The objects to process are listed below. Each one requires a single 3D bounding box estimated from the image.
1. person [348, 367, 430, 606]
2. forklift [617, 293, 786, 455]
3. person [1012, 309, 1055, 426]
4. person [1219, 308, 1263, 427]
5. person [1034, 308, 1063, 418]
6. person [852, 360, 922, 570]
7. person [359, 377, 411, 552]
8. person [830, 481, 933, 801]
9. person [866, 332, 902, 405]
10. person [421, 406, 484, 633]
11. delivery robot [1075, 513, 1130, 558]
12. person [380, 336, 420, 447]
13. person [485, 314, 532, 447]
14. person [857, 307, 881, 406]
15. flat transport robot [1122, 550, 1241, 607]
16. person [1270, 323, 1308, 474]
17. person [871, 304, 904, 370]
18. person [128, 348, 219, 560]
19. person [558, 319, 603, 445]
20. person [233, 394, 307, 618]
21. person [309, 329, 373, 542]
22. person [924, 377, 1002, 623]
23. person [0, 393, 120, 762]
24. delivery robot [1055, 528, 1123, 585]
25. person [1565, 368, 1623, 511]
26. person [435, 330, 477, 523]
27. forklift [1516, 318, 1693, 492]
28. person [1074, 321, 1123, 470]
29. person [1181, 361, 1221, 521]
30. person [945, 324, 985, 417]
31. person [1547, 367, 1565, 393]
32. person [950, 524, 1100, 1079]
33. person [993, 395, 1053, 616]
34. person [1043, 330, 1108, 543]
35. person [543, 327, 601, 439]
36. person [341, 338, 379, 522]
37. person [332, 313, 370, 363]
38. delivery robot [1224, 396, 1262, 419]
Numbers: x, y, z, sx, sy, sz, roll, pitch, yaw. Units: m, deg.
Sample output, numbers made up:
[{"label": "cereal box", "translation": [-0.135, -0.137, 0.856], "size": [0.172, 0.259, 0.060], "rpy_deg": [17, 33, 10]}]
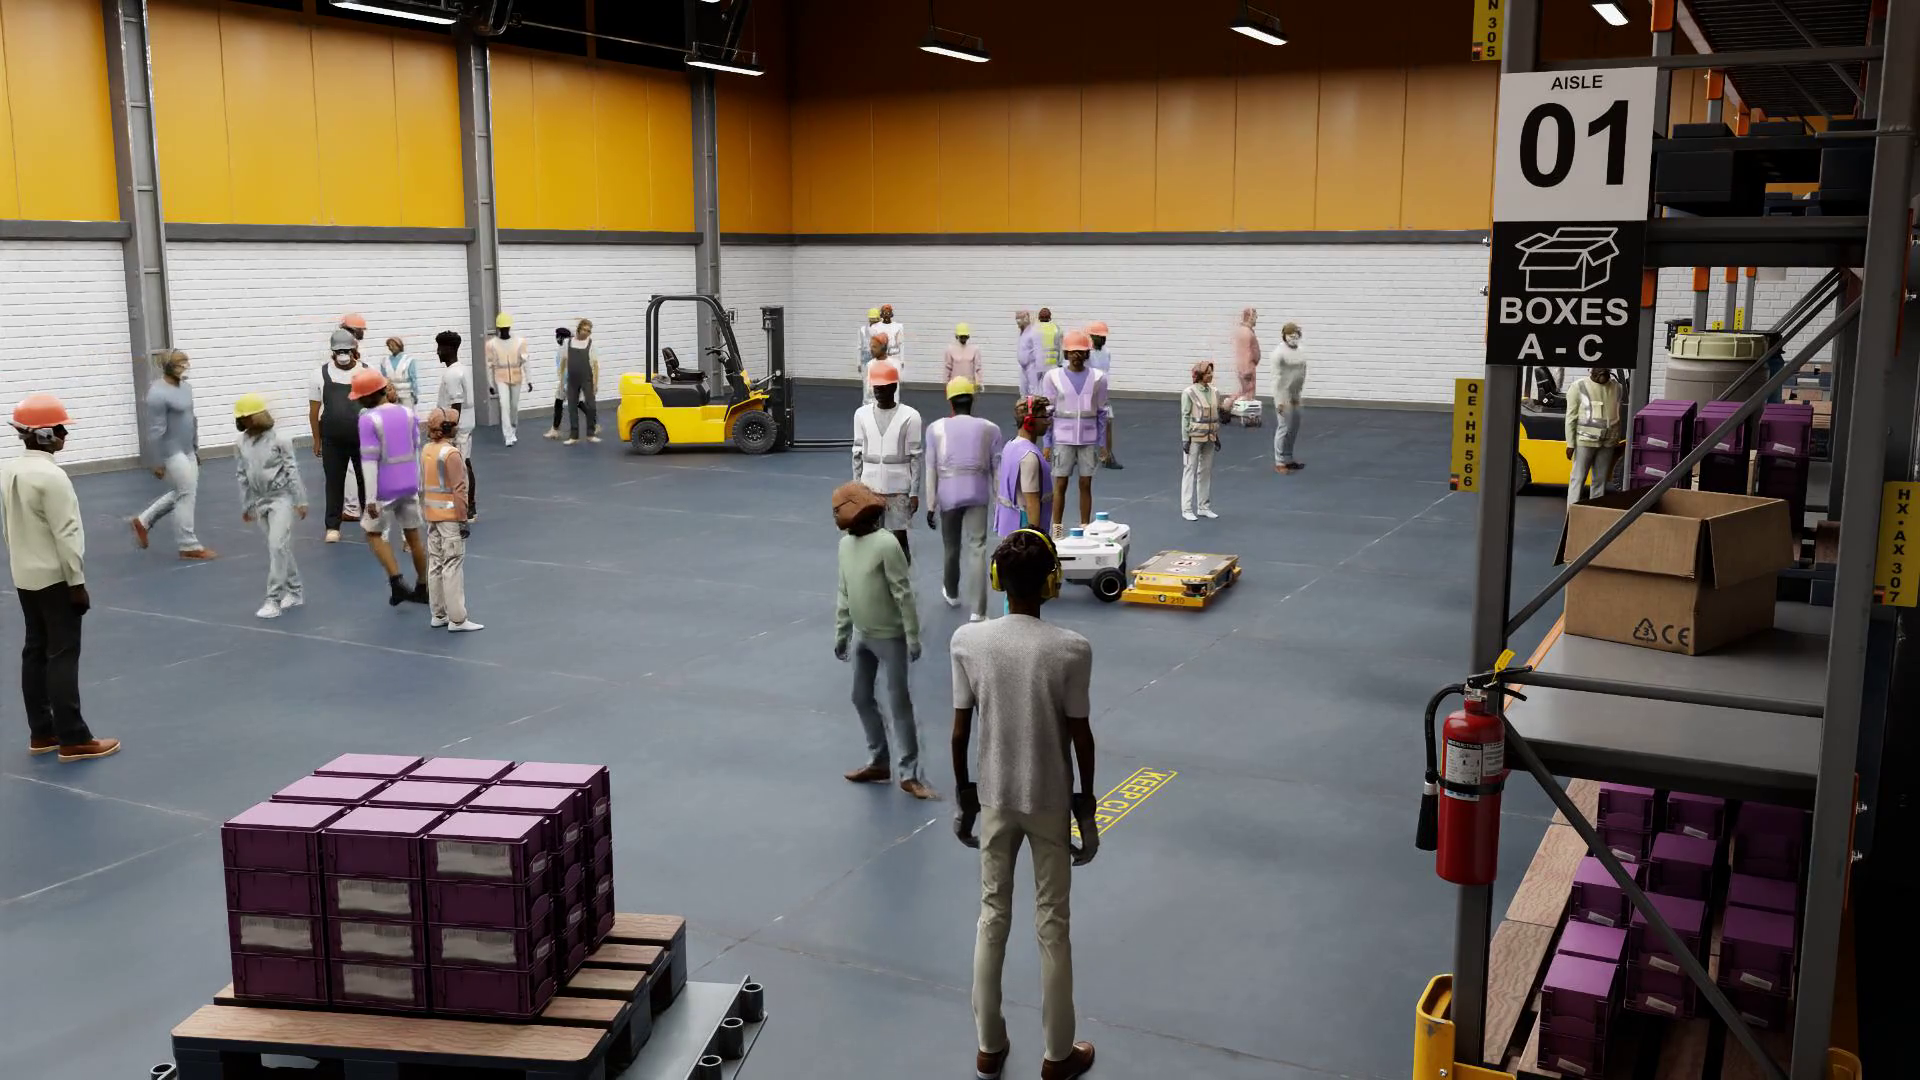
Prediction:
[{"label": "person", "translation": [-4.358, -0.390, 12.796], "size": [0.444, 1.892, 0.592], "rpy_deg": [6, 12, 32]}, {"label": "forklift", "translation": [-3.588, -2.317, 23.042], "size": [2.313, 2.155, 1.214], "rpy_deg": [-1, 10, -5]}, {"label": "person", "translation": [1.208, -2.740, 26.463], "size": [0.704, 1.872, 0.660], "rpy_deg": [-4, 10, -21]}, {"label": "person", "translation": [4.474, -2.714, 26.247], "size": [0.581, 1.890, 0.644], "rpy_deg": [0, 10, 0]}, {"label": "person", "translation": [1.401, -2.928, 27.599], "size": [0.634, 1.842, 0.429], "rpy_deg": [-1, 10, -6]}, {"label": "person", "translation": [-0.566, -0.402, 12.701], "size": [0.547, 1.938, 0.359], "rpy_deg": [2, 10, 12]}, {"label": "person", "translation": [-5.247, -0.689, 15.270], "size": [0.501, 1.626, 0.282], "rpy_deg": [-1, 10, -4]}, {"label": "person", "translation": [-0.406, 0.512, 8.398], "size": [0.335, 1.598, 0.644], "rpy_deg": [-9, 13, -41]}, {"label": "person", "translation": [-0.897, -1.374, 18.524], "size": [0.588, 1.870, 0.518], "rpy_deg": [9, 14, 44]}, {"label": "person", "translation": [-3.725, -0.147, 12.083], "size": [0.309, 1.641, 0.515], "rpy_deg": [-10, 14, -44]}, {"label": "delivery robot", "translation": [1.200, 0.012, 14.033], "size": [0.477, 0.478, 0.707], "rpy_deg": [3, 10, 19]}, {"label": "person", "translation": [-7.653, -1.985, 22.766], "size": [0.524, 1.619, 0.588], "rpy_deg": [1, 10, 3]}, {"label": "person", "translation": [-6.507, -2.318, 23.956], "size": [0.608, 1.889, 0.950], "rpy_deg": [-4, 11, -22]}, {"label": "person", "translation": [-1.471, -3.054, 28.372], "size": [0.591, 1.832, 0.404], "rpy_deg": [0, 10, 2]}, {"label": "flat transport robot", "translation": [1.816, 0.295, 13.483], "size": [0.652, 0.197, 1.431], "rpy_deg": [4, 10, 21]}, {"label": "person", "translation": [4.098, -1.764, 20.724], "size": [0.765, 1.894, 0.478], "rpy_deg": [-9, 13, -43]}, {"label": "person", "translation": [-1.233, -3.059, 28.280], "size": [0.580, 1.878, 0.346], "rpy_deg": [-1, 10, -6]}, {"label": "person", "translation": [-7.094, -0.754, 14.830], "size": [0.769, 1.913, 0.661], "rpy_deg": [0, 10, -2]}, {"label": "person", "translation": [-5.428, -2.249, 23.799], "size": [0.617, 1.811, 0.352], "rpy_deg": [0, 10, 0]}, {"label": "person", "translation": [-5.264, -0.264, 12.611], "size": [0.502, 1.691, 0.773], "rpy_deg": [3, 10, 17]}, {"label": "person", "translation": [-5.808, -0.992, 15.819], "size": [0.688, 2.000, 0.536], "rpy_deg": [-4, 11, -21]}, {"label": "person", "translation": [0.037, -0.308, 12.547], "size": [0.603, 1.816, 1.161], "rpy_deg": [0, 10, -2]}, {"label": "person", "translation": [-4.923, 0.203, 9.026], "size": [0.608, 1.996, 0.380], "rpy_deg": [7, 12, 34]}, {"label": "delivery robot", "translation": [0.929, 0.147, 13.248], "size": [0.707, 0.478, 0.477], "rpy_deg": [-1, 10, -3]}, {"label": "person", "translation": [6.207, -0.964, 16.259], "size": [0.600, 1.829, 0.404], "rpy_deg": [-2, 10, -11]}, {"label": "person", "translation": [-5.140, -1.153, 16.964], "size": [0.362, 1.963, 0.614], "rpy_deg": [-1, 10, -6]}, {"label": "forklift", "translation": [7.066, -1.601, 18.899], "size": [2.313, 2.155, 1.214], "rpy_deg": [5, 11, 27]}, {"label": "person", "translation": [1.684, -1.867, 21.332], "size": [0.566, 1.902, 0.968], "rpy_deg": [-8, 13, -38]}, {"label": "person", "translation": [2.482, -1.024, 17.155], "size": [0.523, 1.641, 0.306], "rpy_deg": [-7, 12, -36]}, {"label": "person", "translation": [0.072, -2.216, 23.794], "size": [0.540, 1.726, 0.867], "rpy_deg": [-2, 10, -10]}, {"label": "person", "translation": [8.405, -2.117, 23.625], "size": [0.832, 1.593, 0.510], "rpy_deg": [0, 10, -3]}, {"label": "person", "translation": [0.220, 0.882, 5.498], "size": [0.509, 1.861, 0.329], "rpy_deg": [3, 10, 18]}, {"label": "person", "translation": [0.419, -0.010, 10.693], "size": [0.390, 1.846, 0.565], "rpy_deg": [-2, 10, -11]}, {"label": "person", "translation": [1.077, -0.925, 15.429], "size": [0.624, 2.041, 0.389], "rpy_deg": [-1, 10, -7]}, {"label": "person", "translation": [-5.779, -2.341, 24.759], "size": [0.862, 1.653, 0.533], "rpy_deg": [-9, 13, -42]}, {"label": "person", "translation": [-6.237, -1.141, 17.070], "size": [0.401, 1.910, 0.641], "rpy_deg": [7, 12, 35]}, {"label": "person", "translation": [-7.331, -1.734, 20.175], "size": [0.605, 2.028, 0.451], "rpy_deg": [6, 11, 29]}, {"label": "delivery robot", "translation": [4.506, -2.138, 26.476], "size": [0.477, 0.478, 0.707], "rpy_deg": [-4, 10, -19]}]
